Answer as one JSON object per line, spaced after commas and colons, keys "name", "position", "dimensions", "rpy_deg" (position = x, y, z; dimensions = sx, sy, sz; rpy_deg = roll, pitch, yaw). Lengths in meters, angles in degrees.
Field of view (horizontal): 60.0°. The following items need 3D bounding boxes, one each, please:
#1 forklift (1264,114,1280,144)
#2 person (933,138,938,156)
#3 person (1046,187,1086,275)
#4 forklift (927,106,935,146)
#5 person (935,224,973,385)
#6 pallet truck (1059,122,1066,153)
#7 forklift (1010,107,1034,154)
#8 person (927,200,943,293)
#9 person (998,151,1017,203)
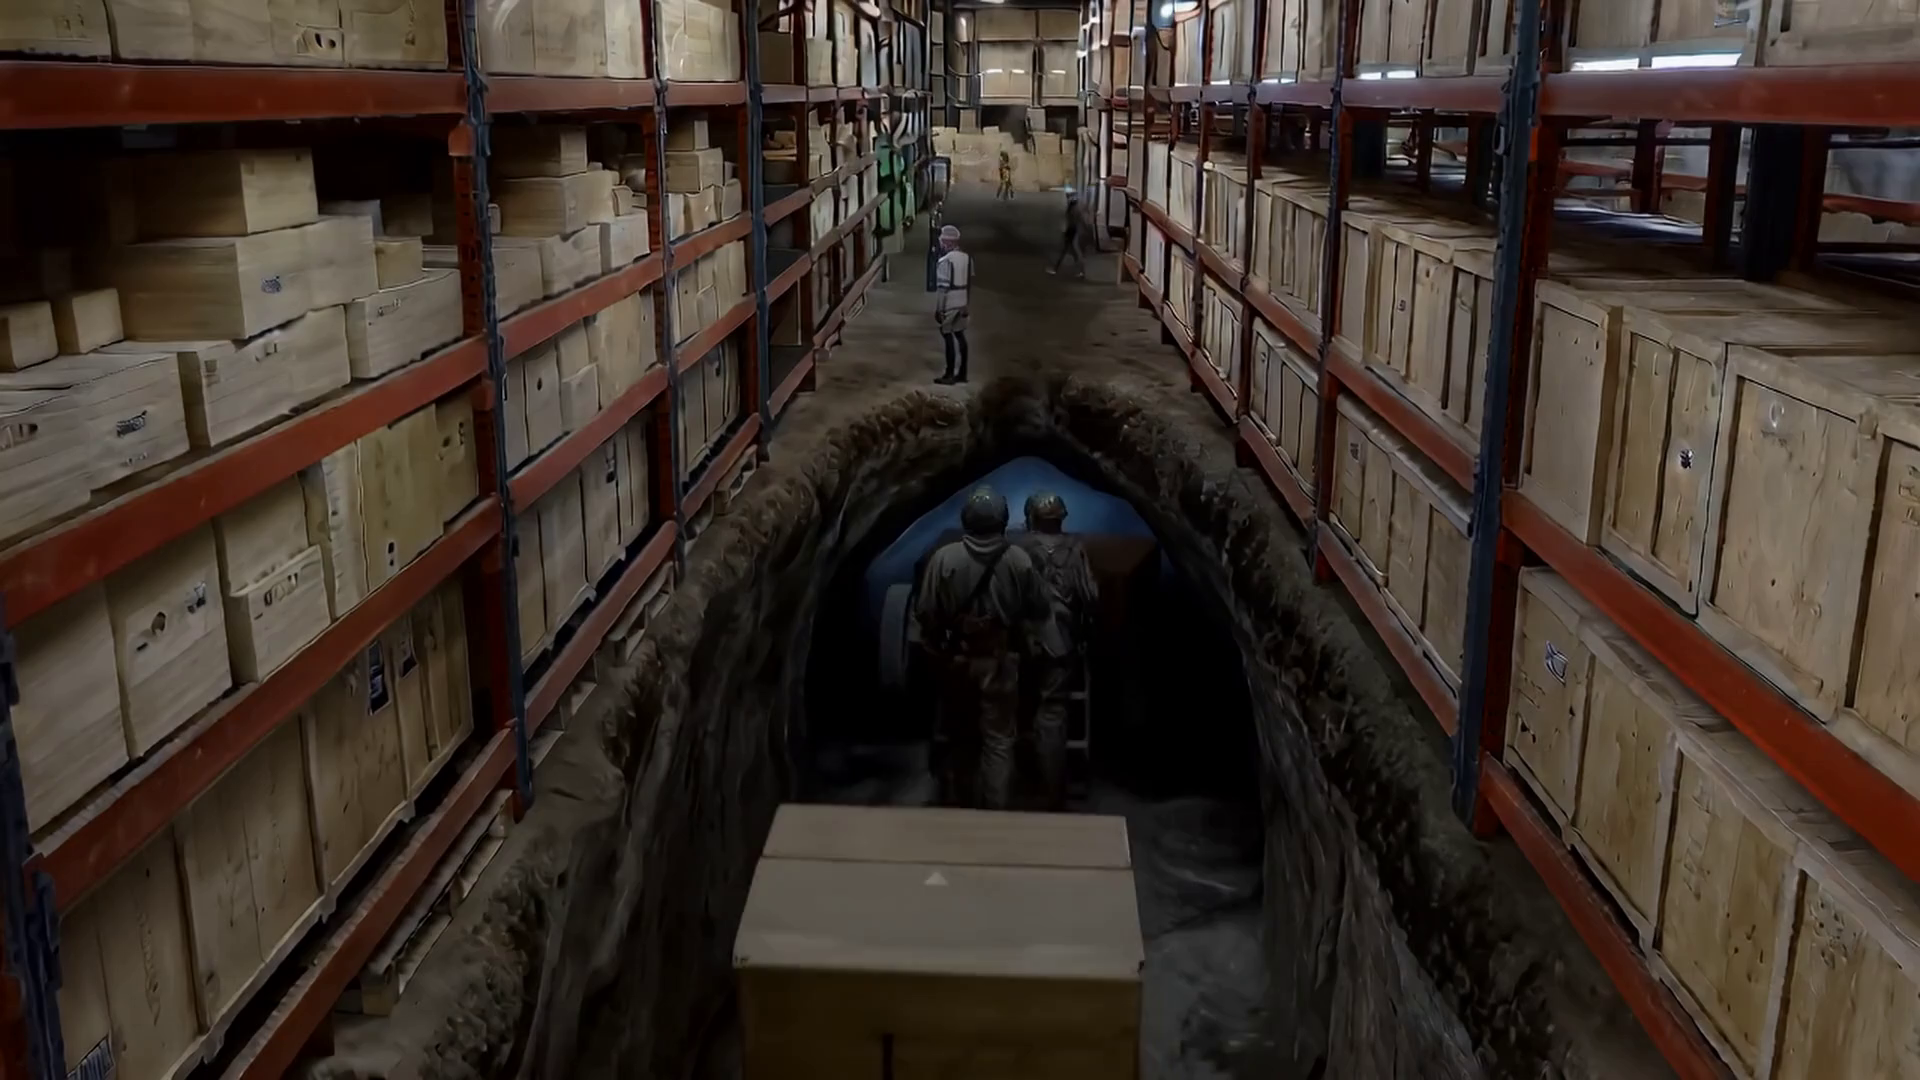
{"name": "forklift", "position": [10.662, -13.483, 57.959], "dimensions": [1.129, 2.768, 1.873], "rpy_deg": [10, 18, 32]}
{"name": "person", "position": [-1.111, -14.514, 63.825], "dimensions": [0.828, 1.816, 0.633], "rpy_deg": [-1, 15, -4]}
{"name": "person", "position": [2.072, -5.988, 32.294], "dimensions": [0.860, 1.705, 0.488], "rpy_deg": [0, 15, 1]}
{"name": "forklift", "position": [-1.956, -20.535, 84.195], "dimensions": [1.129, 2.768, 1.873], "rpy_deg": [-4, 15, -13]}
{"name": "person", "position": [-0.093, -2.858, 20.205], "dimensions": [0.350, 1.942, 0.545], "rpy_deg": [13, 20, 41]}
{"name": "pallet truck", "position": [5.788, -21.111, 88.014], "dimensions": [1.885, 1.965, 0.823], "rpy_deg": [5, 16, 18]}
{"name": "forklift", "position": [2.964, -19.940, 81.982], "dimensions": [1.129, 2.768, 1.873], "rpy_deg": [-7, 17, -24]}
{"name": "person", "position": [-0.443, -5.216, 29.585], "dimensions": [0.280, 1.625, 0.493], "rpy_deg": [5, 16, 19]}
{"name": "person", "position": [1.490, -11.635, 53.377], "dimensions": [0.539, 1.672, 0.763], "rpy_deg": [-11, 19, -36]}
